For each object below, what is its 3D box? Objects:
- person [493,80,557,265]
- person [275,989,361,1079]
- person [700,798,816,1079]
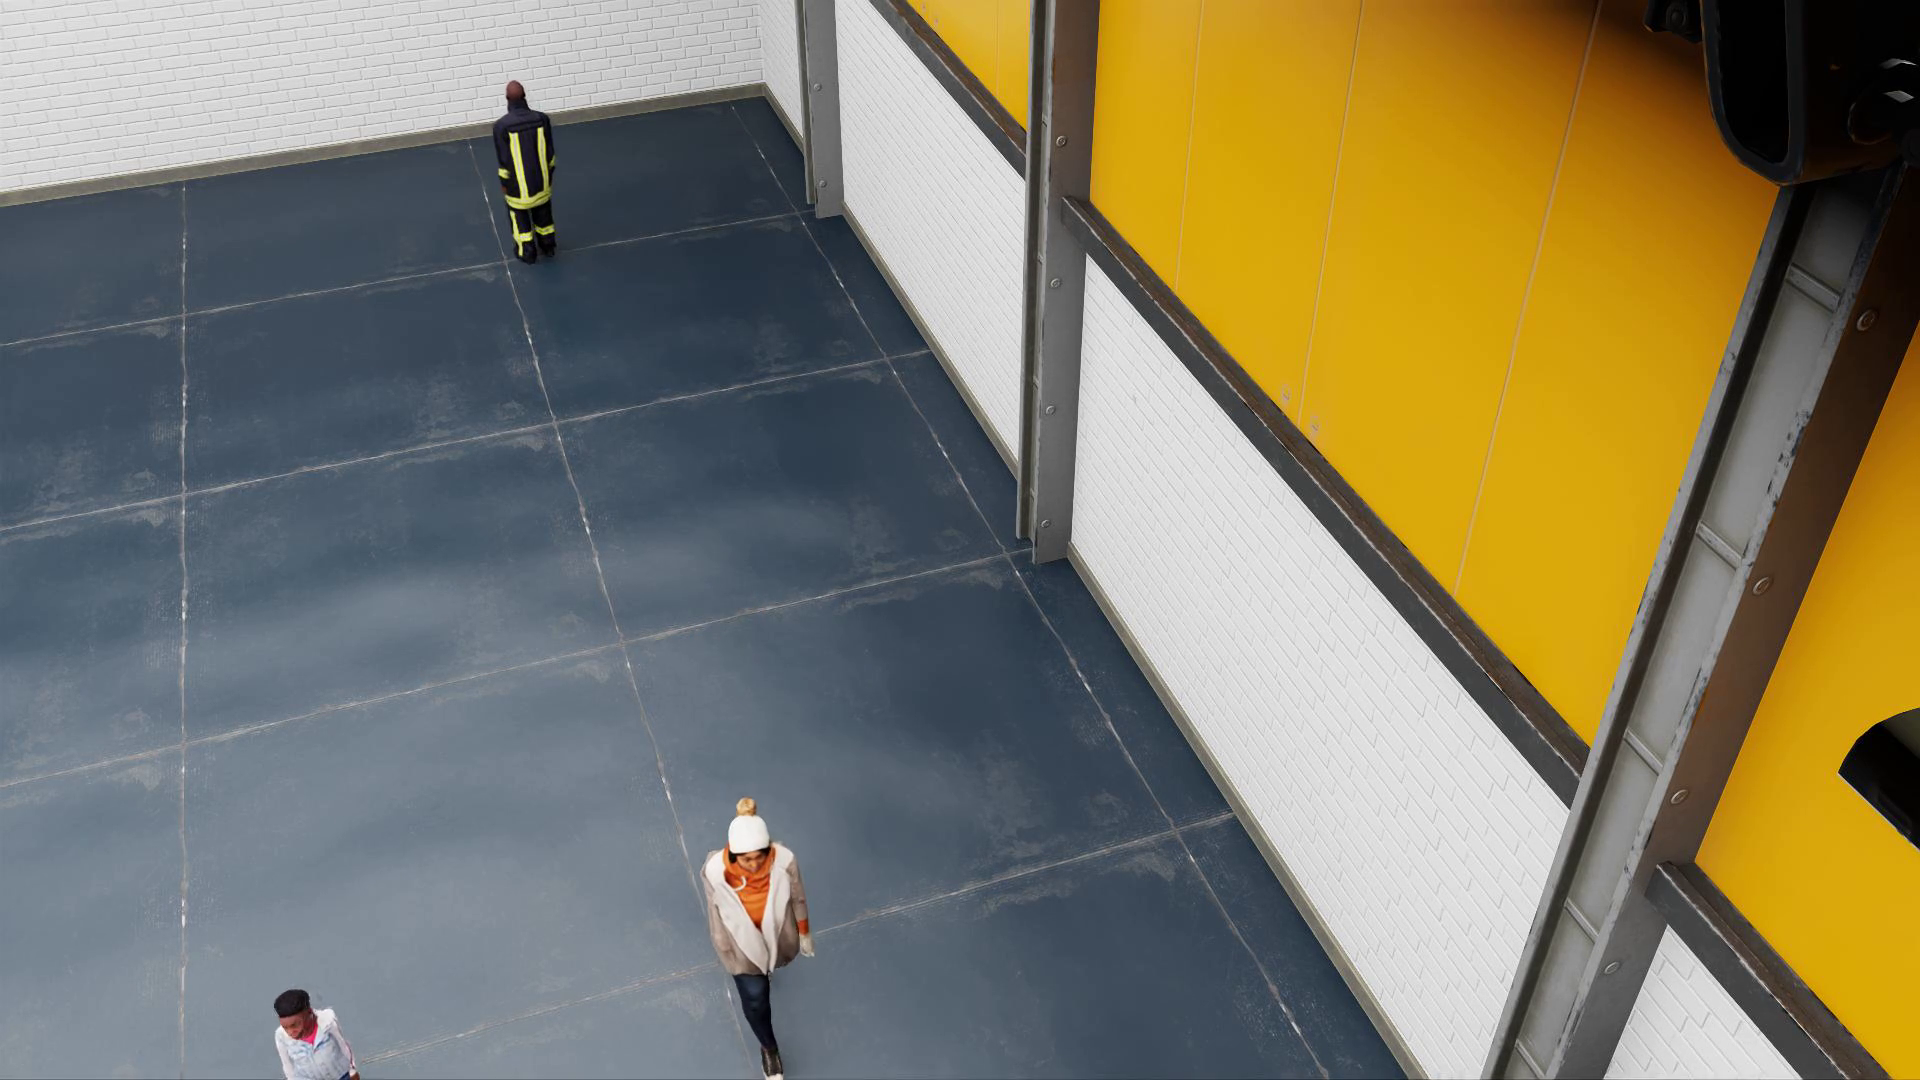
[{"bbox_3d":[-4.151,-3.537,16.012,0.856,1.821,0.841,-26,45,-29],"label":"person"},{"bbox_3d":[-3.286,2.737,8.607,0.482,1.259,0.475,-18,42,-21],"label":"person"},{"bbox_3d":[-1.109,2.019,9.030,0.729,1.853,1.182,-11,40,-14],"label":"person"}]
